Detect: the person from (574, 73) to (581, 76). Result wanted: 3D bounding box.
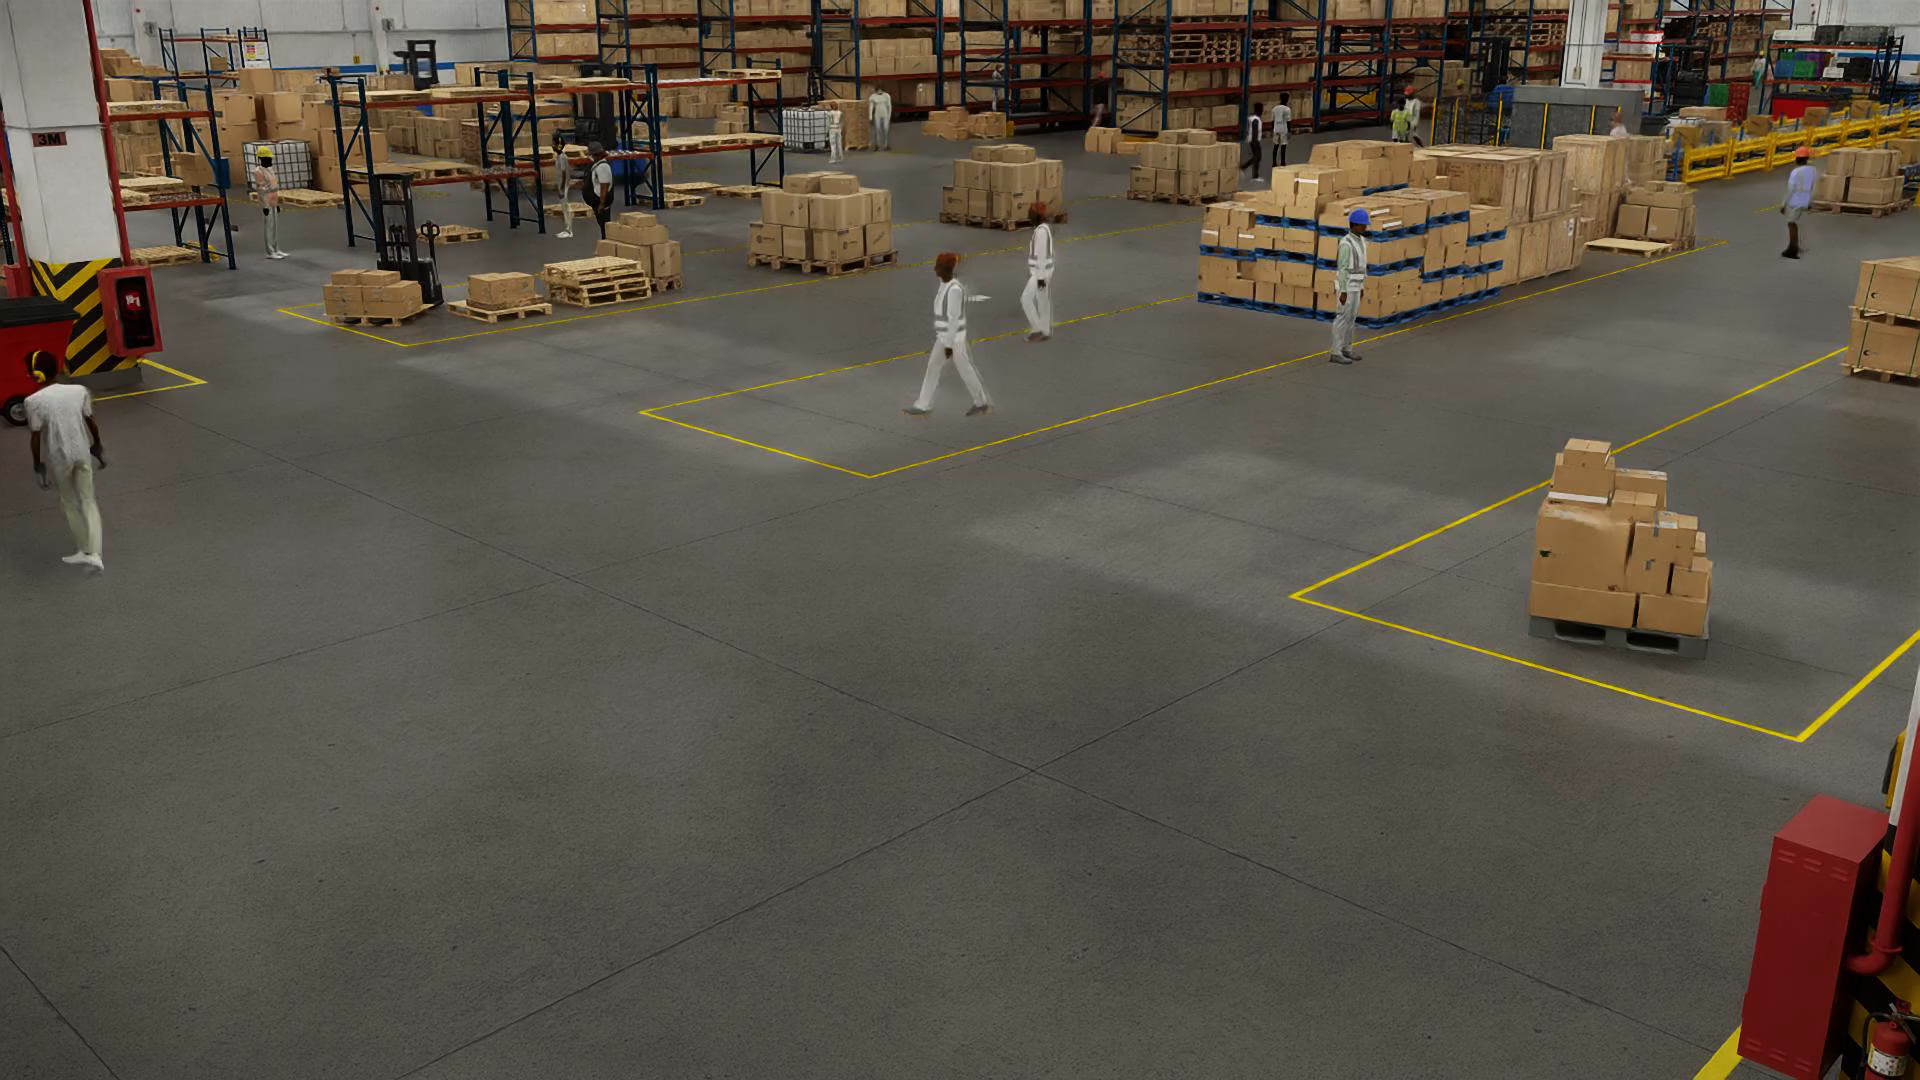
[{"bbox_3d":[-12.505,-14.411,54.761,0.986,1.886,0.563,-4,19,-12],"label":"person"}]

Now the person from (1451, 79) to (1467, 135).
[{"bbox_3d":[16.029,-13.872,53.324,0.536,1.751,0.543,-12,22,-31],"label":"person"}]

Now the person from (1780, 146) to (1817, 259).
[{"bbox_3d":[14.593,-5.899,29.056,0.589,1.914,0.603,-8,20,-24],"label":"person"}]

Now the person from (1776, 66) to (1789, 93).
[{"bbox_3d":[31.204,-17.137,63.091,0.611,1.807,0.430,-3,19,-9],"label":"person"}]

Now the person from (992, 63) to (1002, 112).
[{"bbox_3d":[1.343,-16.362,60.561,0.379,1.933,0.629,3,19,10],"label":"person"}]

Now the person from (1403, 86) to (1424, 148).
[{"bbox_3d":[12.496,-11.493,45.808,0.964,1.998,0.647,-13,22,-34],"label":"person"}]

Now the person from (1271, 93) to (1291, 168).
[{"bbox_3d":[8.352,-10.609,43.184,0.380,1.958,0.603,-15,24,-38],"label":"person"}]

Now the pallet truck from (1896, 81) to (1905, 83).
[{"bbox_3d":[34.802,-16.331,61.455,0.653,1.274,1.630,17,25,41],"label":"pallet truck"}]

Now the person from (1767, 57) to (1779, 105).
[{"bbox_3d":[32.842,-18.517,67.102,0.594,1.890,0.666,-10,21,-28],"label":"person"}]

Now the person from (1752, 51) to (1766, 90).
[{"bbox_3d":[37.207,-21.866,77.426,0.643,1.746,0.535,-17,25,-41],"label":"person"}]

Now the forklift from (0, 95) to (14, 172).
[{"bbox_3d":[-24.286,-10.810,42.349,1.129,2.768,1.873,17,25,41],"label":"forklift"}]

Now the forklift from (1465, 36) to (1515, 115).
[{"bbox_3d":[19.973,-17.201,61.605,1.873,2.768,1.129,16,24,40],"label":"forklift"}]

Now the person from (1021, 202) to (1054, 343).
[{"bbox_3d":[0.983,-3.521,21.966,0.523,1.867,0.615,2,18,6],"label":"person"}]

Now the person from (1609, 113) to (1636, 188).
[{"bbox_3d":[14.775,-8.608,37.294,0.875,1.876,0.635,16,24,39],"label":"person"}]

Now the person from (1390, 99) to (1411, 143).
[{"bbox_3d":[12.042,-11.223,45.514,0.543,1.654,0.862,4,19,11],"label":"person"}]

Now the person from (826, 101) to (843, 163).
[{"bbox_3d":[-3.376,-10.988,44.827,0.523,1.638,0.311,-15,24,-39],"label":"person"}]

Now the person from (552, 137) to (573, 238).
[{"bbox_3d":[-7.516,-6.647,31.381,0.326,1.876,0.520,-5,19,-14],"label":"person"}]

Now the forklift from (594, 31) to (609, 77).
[{"bbox_3d":[-14.626,-19.907,69.759,1.129,2.768,1.873,17,25,41],"label":"forklift"}]

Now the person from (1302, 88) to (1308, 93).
[{"bbox_3d":[14.087,-18.717,68.145,0.619,1.620,0.517,16,24,39],"label":"person"}]

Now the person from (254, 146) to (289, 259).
[{"bbox_3d":[-12.020,-5.873,28.960,0.364,1.930,0.588,-1,18,-3],"label":"person"}]

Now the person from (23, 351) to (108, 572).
[{"bbox_3d":[-7.102,-0.625,13.318,0.646,1.826,0.594,17,25,41],"label":"person"}]

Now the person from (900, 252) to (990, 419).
[{"bbox_3d":[-0.125,-2.211,18.086,1.016,1.830,0.594,-5,19,-16],"label":"person"}]

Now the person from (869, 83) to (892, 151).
[{"bbox_3d":[-2.299,-12.253,48.207,0.705,1.915,0.506,-1,18,-2],"label":"person"}]

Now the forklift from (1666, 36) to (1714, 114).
[{"bbox_3d":[27.341,-17.291,61.877,1.129,2.768,1.873,17,25,41],"label":"forklift"}]

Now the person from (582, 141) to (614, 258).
[{"bbox_3d":[-6.271,-5.891,28.844,0.536,2.000,0.675,-4,19,-13],"label":"person"}]

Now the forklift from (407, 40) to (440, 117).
[{"bbox_3d":[-18.606,-15.964,57.878,1.873,2.768,1.129,17,25,41],"label":"forklift"}]

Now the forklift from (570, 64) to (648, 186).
[{"bbox_3d":[-8.472,-9.771,39.220,1.129,2.768,1.873,17,25,41],"label":"forklift"}]

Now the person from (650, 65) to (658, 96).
[{"bbox_3d":[-11.907,-17.520,64.417,0.317,1.696,0.541,17,25,41],"label":"person"}]

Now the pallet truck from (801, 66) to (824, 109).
[{"bbox_3d":[-4.812,-15.182,56.903,0.823,1.965,1.885,-9,21,-26],"label":"pallet truck"}]

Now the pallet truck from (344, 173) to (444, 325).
[{"bbox_3d":[-8.209,-4.181,23.757,0.823,1.965,1.885,3,19,9],"label":"pallet truck"}]

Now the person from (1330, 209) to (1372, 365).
[{"bbox_3d":[4.900,-3.171,20.817,0.418,1.940,0.600,12,22,32],"label":"person"}]

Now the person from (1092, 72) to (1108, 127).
[{"bbox_3d":[4.471,-14.160,53.913,0.742,1.958,0.634,-11,21,-31],"label":"person"}]

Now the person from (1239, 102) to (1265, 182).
[{"bbox_3d":[7.163,-9.701,40.540,0.566,1.902,0.595,4,19,12],"label":"person"}]
